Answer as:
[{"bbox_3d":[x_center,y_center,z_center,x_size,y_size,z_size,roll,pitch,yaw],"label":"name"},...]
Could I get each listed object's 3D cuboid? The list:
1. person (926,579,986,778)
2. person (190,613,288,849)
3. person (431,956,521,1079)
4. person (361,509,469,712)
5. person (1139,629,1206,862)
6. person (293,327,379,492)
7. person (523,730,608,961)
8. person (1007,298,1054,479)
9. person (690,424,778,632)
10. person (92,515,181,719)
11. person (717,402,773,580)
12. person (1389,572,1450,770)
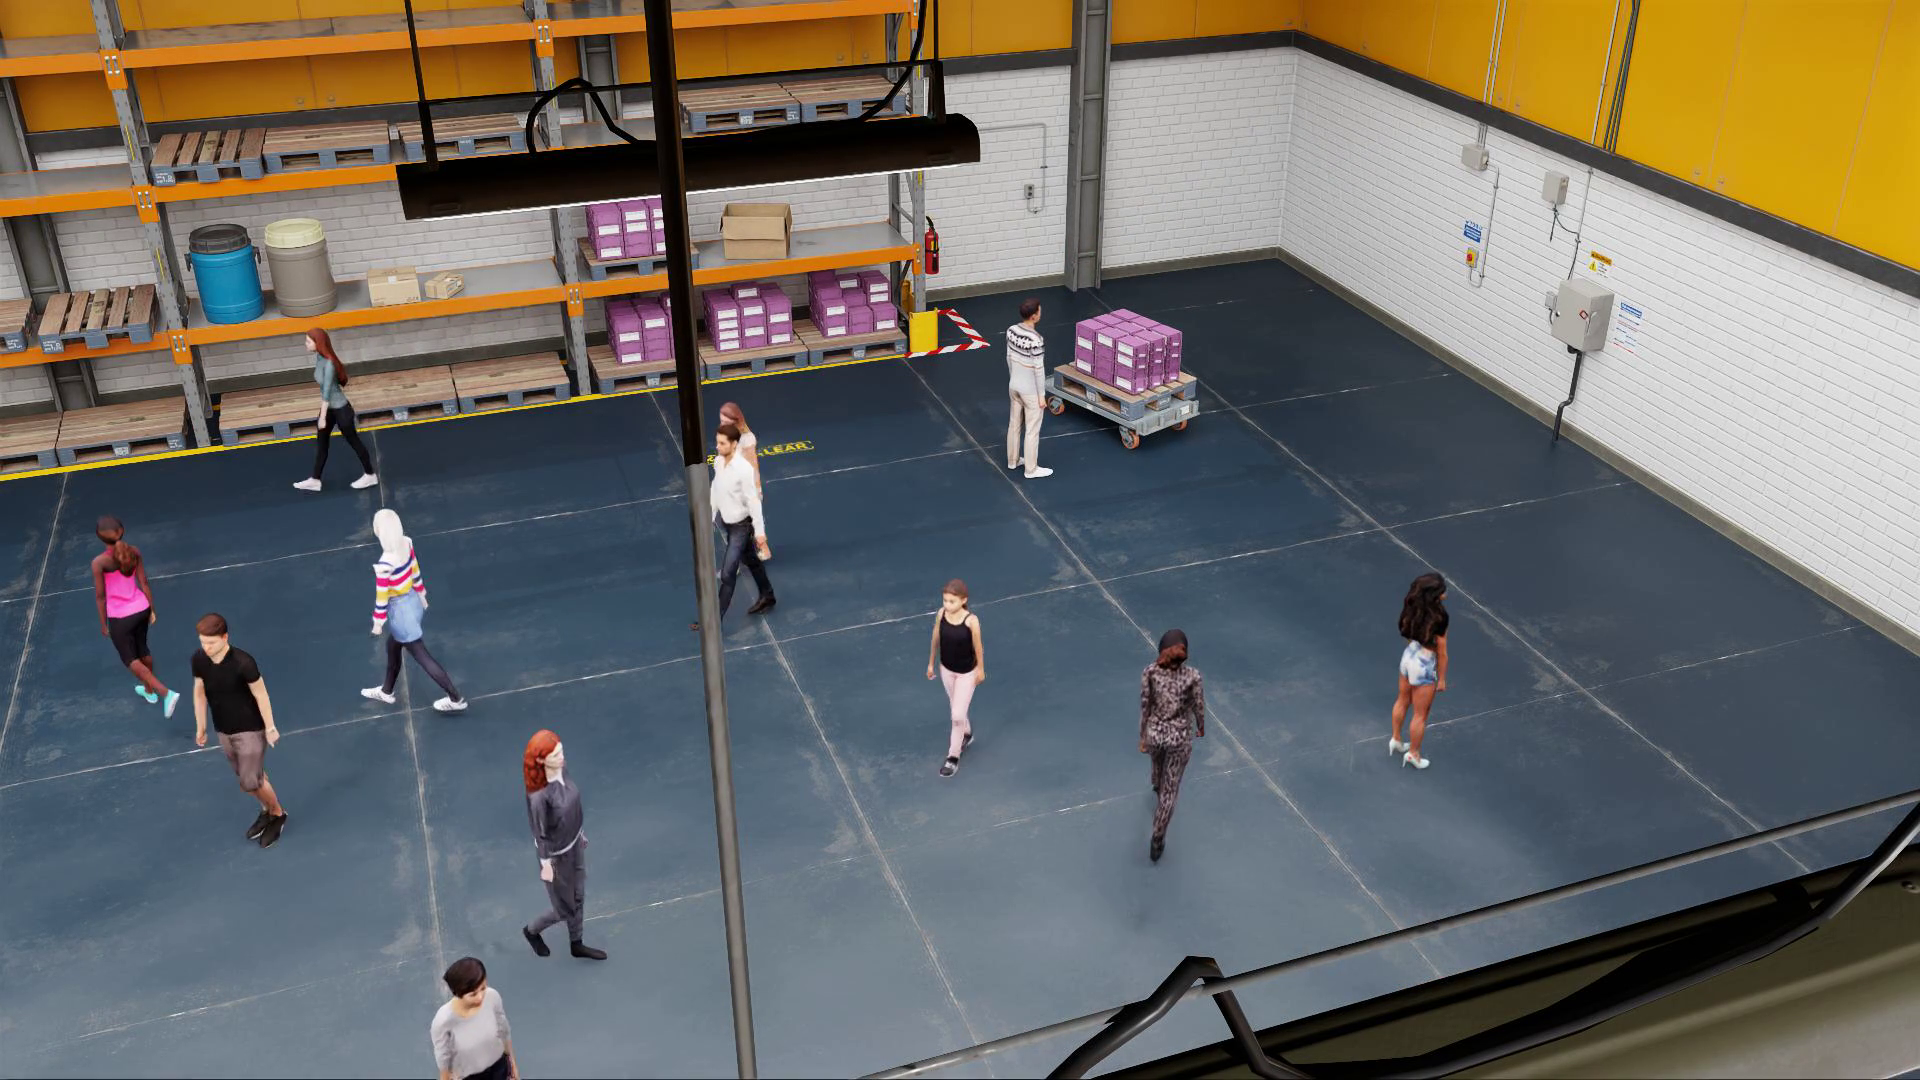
[{"bbox_3d":[0.026,0.945,12.421,0.851,1.537,0.946,16,32,27],"label":"person"},{"bbox_3d":[-4.928,1.240,11.557,0.800,1.846,0.875,11,30,19],"label":"person"},{"bbox_3d":[-2.648,2.821,8.978,0.723,1.539,0.619,25,37,38],"label":"person"},{"bbox_3d":[-4.204,0.596,12.822,1.217,1.765,0.988,3,29,6],"label":"person"},{"bbox_3d":[1.420,1.429,11.399,1.112,1.664,1.089,9,30,16],"label":"person"},{"bbox_3d":[-6.011,-1.262,16.281,1.054,1.714,0.716,-17,33,-28],"label":"person"},{"bbox_3d":[-2.571,1.921,10.388,0.867,1.770,0.774,6,29,11],"label":"person"},{"bbox_3d":[0.663,-1.527,16.614,0.674,1.861,0.743,-20,34,-32],"label":"person"},{"bbox_3d":[-1.810,-0.140,14.100,1.250,1.832,0.958,-22,35,-34],"label":"person"},{"bbox_3d":[-6.376,0.619,12.843,0.978,1.705,0.985,18,33,29],"label":"person"},{"bbox_3d":[-1.890,-0.507,14.955,0.839,1.659,0.981,25,37,38],"label":"person"},{"bbox_3d":[3.401,0.961,12.299,0.550,1.626,0.558,-11,31,-20],"label":"person"}]
